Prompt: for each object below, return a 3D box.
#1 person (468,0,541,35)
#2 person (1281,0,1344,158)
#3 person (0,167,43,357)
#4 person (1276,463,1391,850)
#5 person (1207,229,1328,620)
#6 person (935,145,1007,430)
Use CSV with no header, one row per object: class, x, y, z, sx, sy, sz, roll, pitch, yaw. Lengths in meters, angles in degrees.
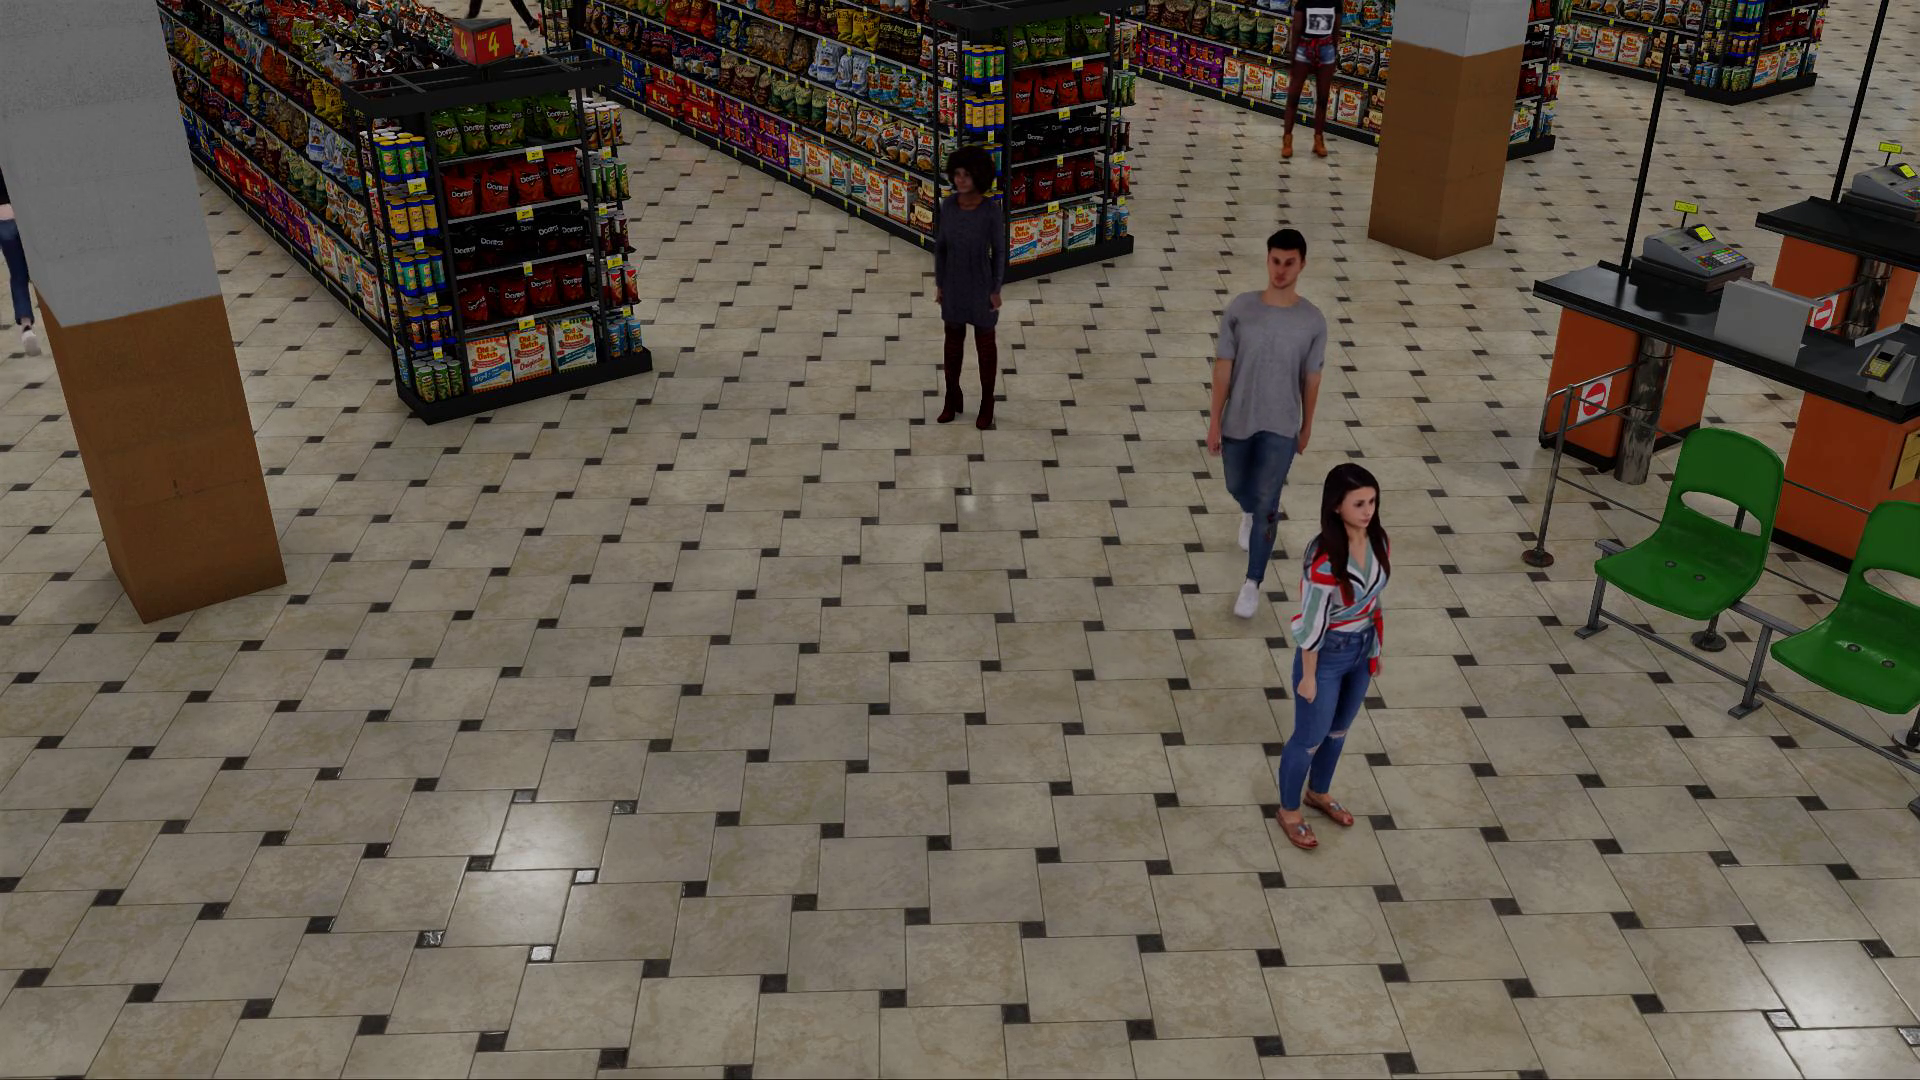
person,-5.574,-6.780,19.501,1.192,1.777,1.266,-1,29,-2
person,3.207,-4.355,15.116,0.707,1.722,0.748,0,29,-1
person,-6.038,-1.973,10.699,0.749,1.773,0.971,-8,30,-14
person,1.446,0.436,6.456,0.597,1.612,0.500,-20,34,-32
person,1.478,-0.618,8.134,1.220,1.855,1.176,10,30,17
person,0.063,-1.493,9.887,0.604,1.710,0.714,13,31,22
